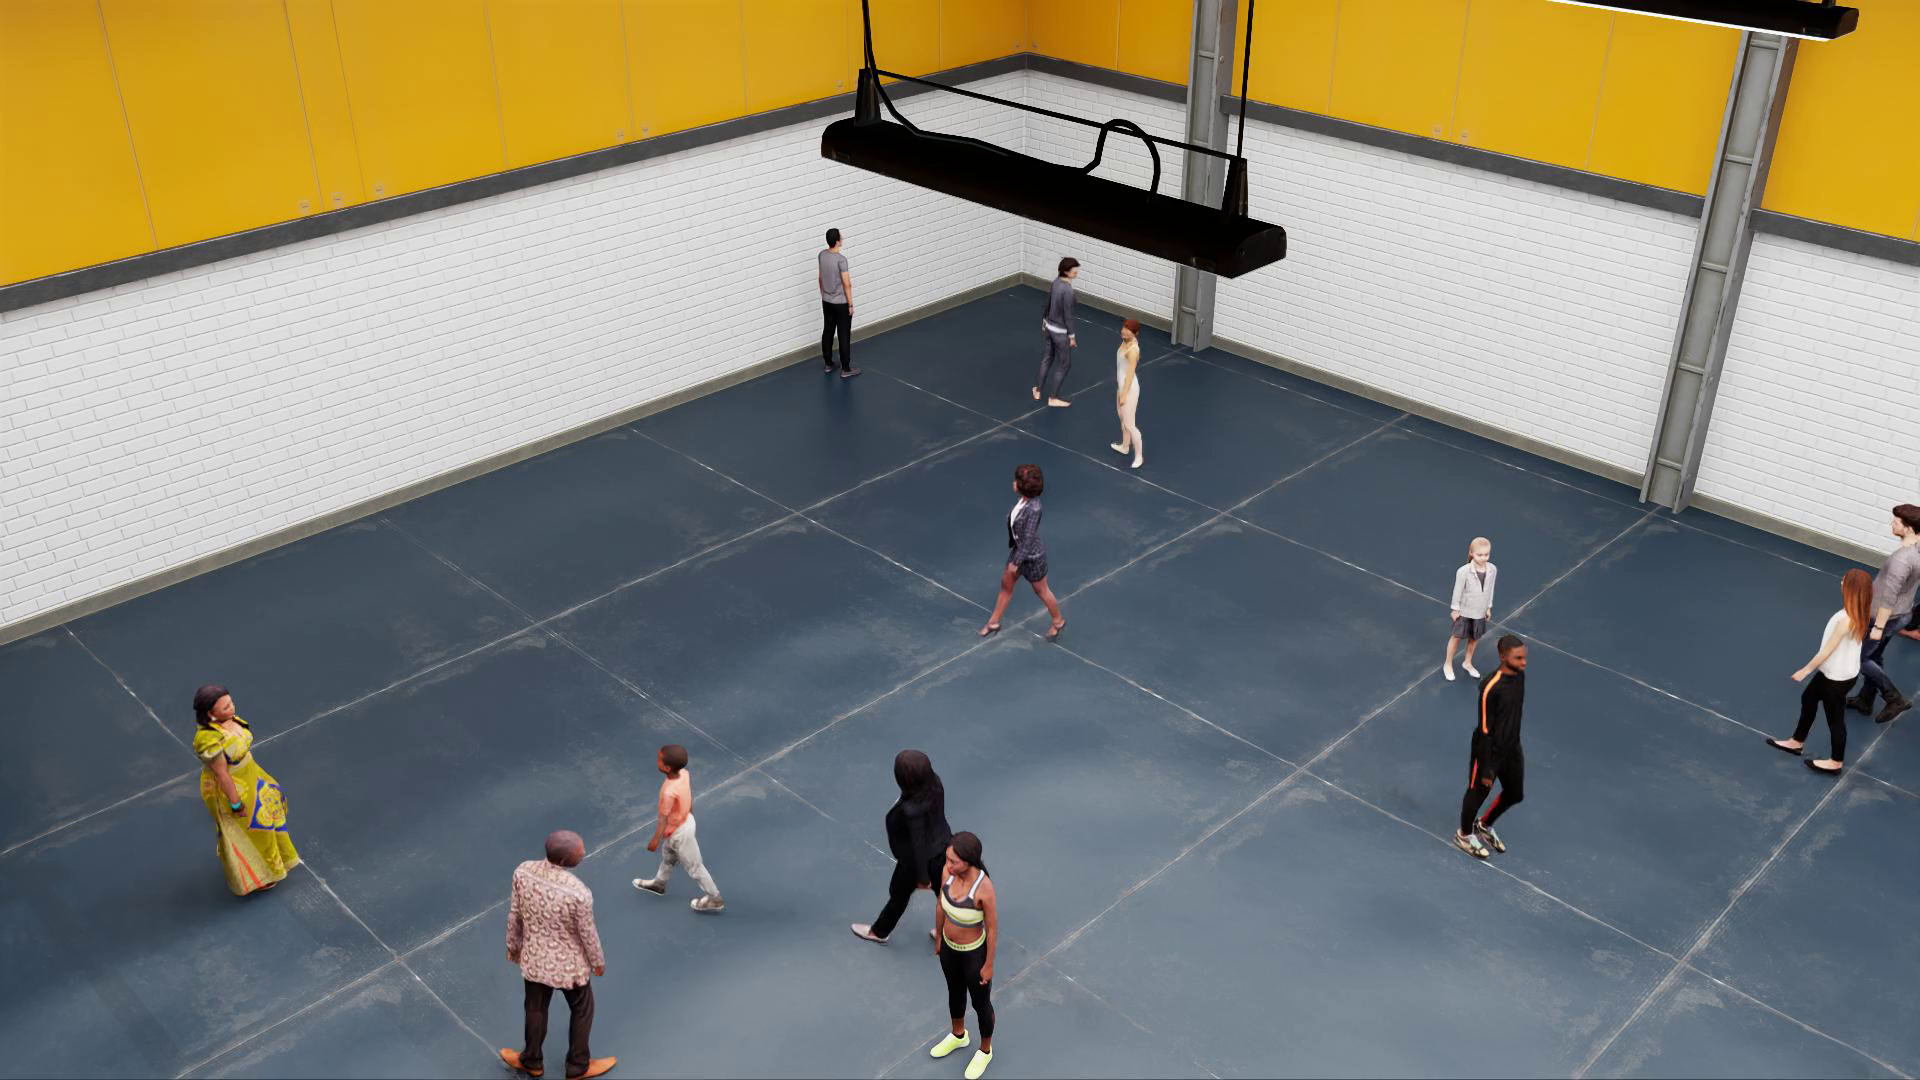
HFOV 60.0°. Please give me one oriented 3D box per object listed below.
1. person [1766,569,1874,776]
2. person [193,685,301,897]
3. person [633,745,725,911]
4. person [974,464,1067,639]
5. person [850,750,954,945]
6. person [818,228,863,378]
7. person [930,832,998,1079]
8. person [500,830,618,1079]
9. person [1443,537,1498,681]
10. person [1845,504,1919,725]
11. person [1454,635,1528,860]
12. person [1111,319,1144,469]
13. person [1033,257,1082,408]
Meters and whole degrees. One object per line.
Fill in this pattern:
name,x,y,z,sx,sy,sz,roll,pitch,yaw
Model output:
person,6.616,1.035,12.363,0.824,1.698,0.636,20,34,32
person,-4.977,1.686,11.221,1.031,1.649,0.958,-4,29,-7
person,-1.817,1.953,11.117,0.933,1.279,0.807,4,29,7
person,0.657,0.157,14.022,1.008,1.650,1.060,-7,29,-12
person,-0.149,2.031,10.666,1.121,1.574,0.974,8,30,14
person,-1.434,-2.767,19.275,0.499,1.755,0.696,22,35,34
person,0.050,2.412,9.781,0.454,1.753,0.633,23,36,35
person,-2.415,2.445,9.685,0.807,1.786,1.033,4,29,8
person,4.211,0.553,13.688,0.606,1.275,0.652,-5,29,-9
person,7.295,0.627,12.915,0.800,1.886,0.716,25,38,38
person,3.642,1.420,11.558,0.689,1.793,0.691,-18,33,-29
person,1.745,-1.579,17.239,0.849,1.616,0.767,6,29,11
person,1.043,-2.327,18.480,0.932,1.743,0.670,-20,35,-32
